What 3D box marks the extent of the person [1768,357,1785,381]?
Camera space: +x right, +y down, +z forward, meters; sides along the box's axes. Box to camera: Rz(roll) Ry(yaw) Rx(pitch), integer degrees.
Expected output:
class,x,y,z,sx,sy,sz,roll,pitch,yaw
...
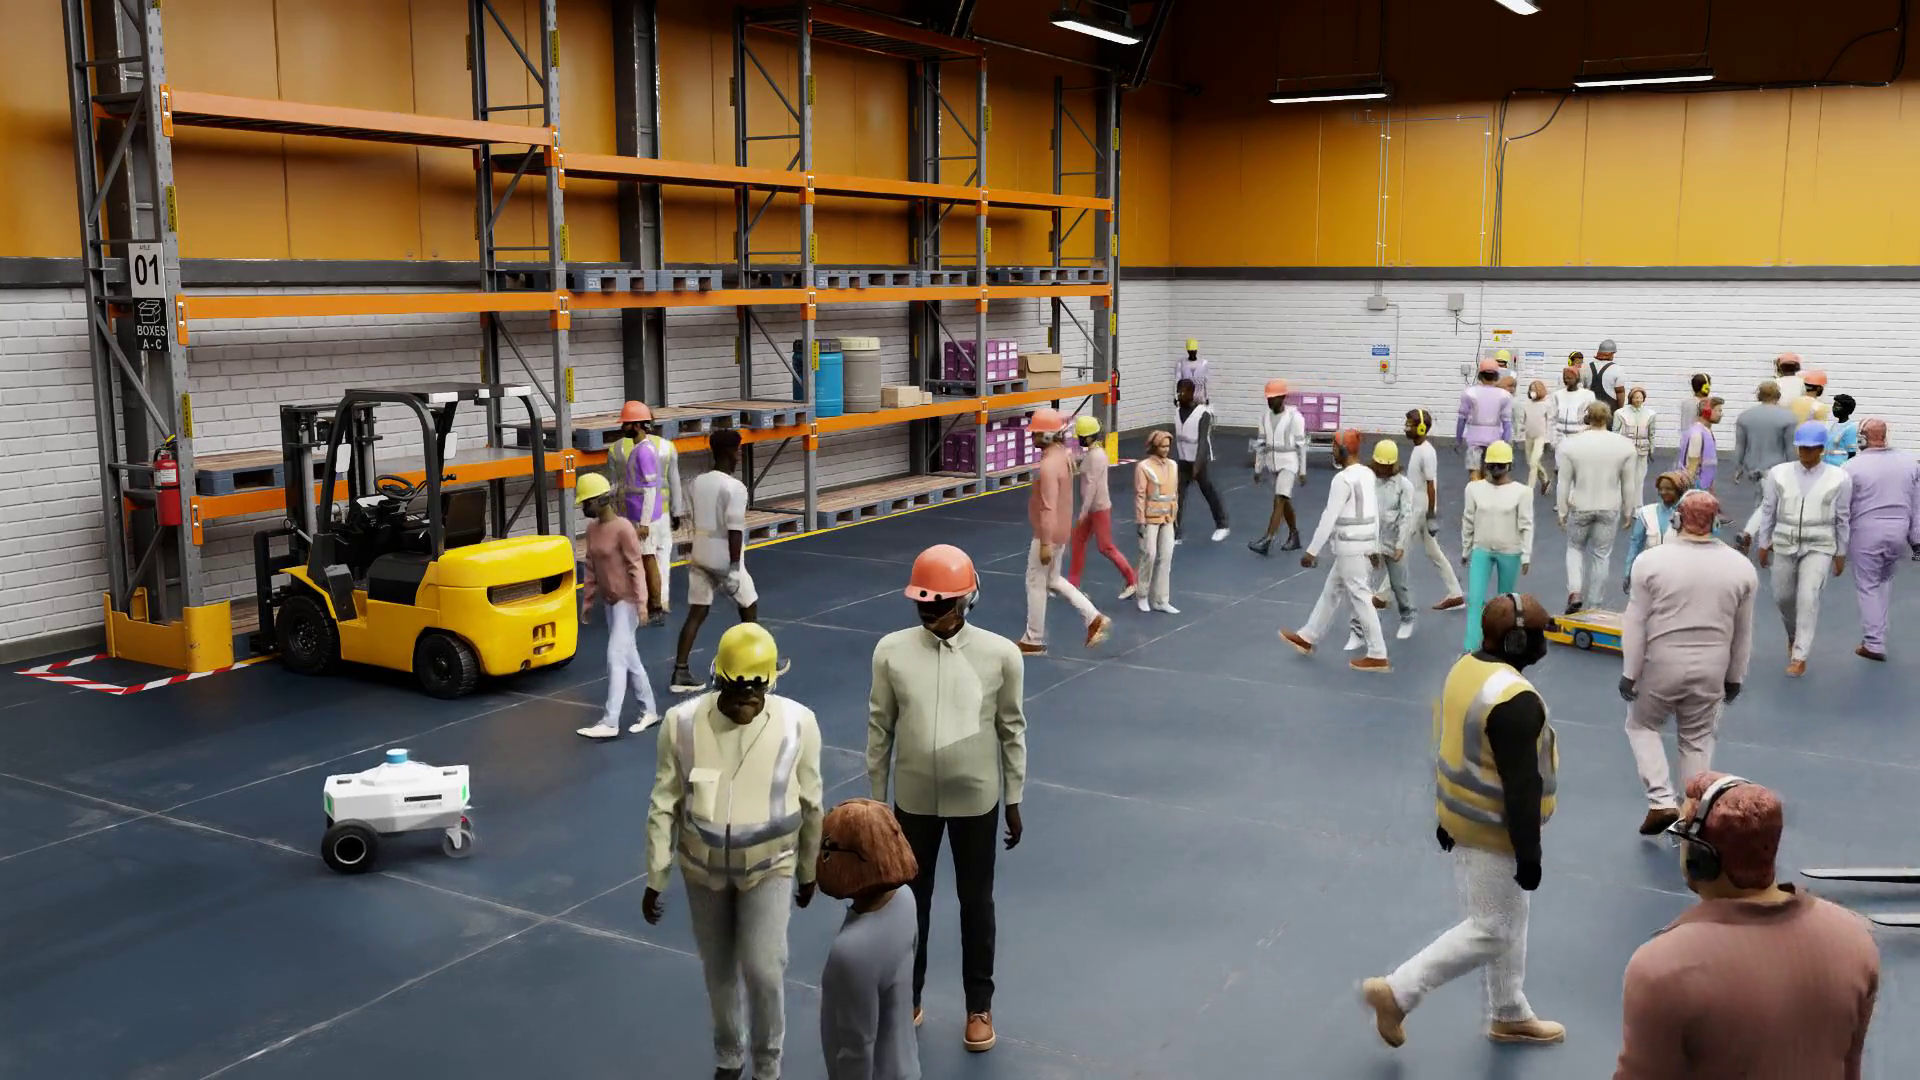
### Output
class,x,y,z,sx,sy,sz,roll,pitch,yaw
person,11.766,-1.724,23.911,0.533,1.830,0.452,-8,12,-40

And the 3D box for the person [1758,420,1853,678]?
class,x,y,z,sx,sy,sz,roll,pitch,yaw
person,6.413,0.037,12.636,0.620,1.924,0.830,7,12,38

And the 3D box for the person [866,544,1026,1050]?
class,x,y,z,sx,sy,sz,roll,pitch,yaw
person,-0.057,0.993,6.427,0.619,1.990,0.391,1,9,7

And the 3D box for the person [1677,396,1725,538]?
class,x,y,z,sx,sy,sz,roll,pitch,yaw
person,7.276,-0.480,16.147,0.744,1.816,0.609,5,10,29

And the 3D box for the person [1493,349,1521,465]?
class,x,y,z,sx,sy,sz,roll,pitch,yaw
person,8.404,-2.044,25.875,0.591,1.834,0.404,4,10,24

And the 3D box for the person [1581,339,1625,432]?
class,x,y,z,sx,sy,sz,roll,pitch,yaw
person,9.608,-1.972,24.785,0.539,2.000,0.688,-8,12,-40

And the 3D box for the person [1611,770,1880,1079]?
class,x,y,z,sx,sy,sz,roll,pitch,yaw
person,1.740,1.460,3.819,0.678,1.890,0.430,-3,10,-18

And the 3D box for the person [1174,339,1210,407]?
class,x,y,z,sx,sy,sz,roll,pitch,yaw
person,3.944,-2.463,28.331,0.612,1.878,0.955,1,9,7

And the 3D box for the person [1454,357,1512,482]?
class,x,y,z,sx,sy,sz,roll,pitch,yaw
person,6.342,-1.203,20.113,0.609,2.011,0.947,0,9,1

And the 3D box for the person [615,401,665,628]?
class,x,y,z,sx,sy,sz,roll,pitch,yaw
person,-2.722,-0.217,14.151,0.373,1.934,0.551,-2,9,-13

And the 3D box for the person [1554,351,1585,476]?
class,x,y,z,sx,sy,sz,roll,pitch,yaw
person,9.078,-1.866,24.678,0.516,1.865,0.329,-4,10,-25

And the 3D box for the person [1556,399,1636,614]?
class,x,y,z,sx,sy,sz,roll,pitch,yaw
person,5.503,-0.252,14.416,0.642,1.926,0.436,3,10,20

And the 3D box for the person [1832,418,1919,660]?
class,x,y,z,sx,sy,sz,roll,pitch,yaw
person,7.177,-0.017,13.106,0.660,1.870,0.691,0,9,-2

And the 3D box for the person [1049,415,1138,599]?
class,x,y,z,sx,sy,sz,roll,pitch,yaw
person,1.294,-0.297,15.328,0.792,1.722,0.513,-2,9,-9

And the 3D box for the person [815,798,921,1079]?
class,x,y,z,sx,sy,sz,roll,pitch,yaw
person,-0.246,1.487,4.462,0.274,1.632,0.507,2,9,14

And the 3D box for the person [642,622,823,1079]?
class,x,y,z,sx,sy,sz,roll,pitch,yaw
person,-0.801,1.173,5.883,0.604,1.804,0.557,1,9,4

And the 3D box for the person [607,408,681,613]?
class,x,y,z,sx,sy,sz,roll,pitch,yaw
person,-2.798,-0.252,14.716,0.659,1.834,0.555,-1,9,-6

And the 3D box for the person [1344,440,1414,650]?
class,x,y,z,sx,sy,sz,roll,pitch,yaw
person,3.457,0.026,13.480,0.481,1.709,0.866,6,11,32

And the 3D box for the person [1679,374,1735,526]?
class,x,y,z,sx,sy,sz,roll,pitch,yaw
person,8.733,-1.035,19.576,0.902,1.828,0.568,-2,9,-14

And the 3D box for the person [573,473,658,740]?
class,x,y,z,sx,sy,sz,roll,pitch,yaw
person,-2.278,0.429,10.776,0.726,1.715,0.594,-8,12,-41

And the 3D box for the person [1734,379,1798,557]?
class,x,y,z,sx,sy,sz,roll,pitch,yaw
person,8.513,-0.754,17.666,0.908,1.898,0.626,-7,11,-35

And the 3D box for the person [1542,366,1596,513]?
class,x,y,z,sx,sy,sz,roll,pitch,yaw
person,7.585,-1.248,20.844,0.868,1.847,0.619,-8,12,-40

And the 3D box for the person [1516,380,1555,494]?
class,x,y,z,sx,sy,sz,roll,pitch,yaw
person,7.765,-1.355,22.321,0.751,1.605,0.520,-7,12,-38

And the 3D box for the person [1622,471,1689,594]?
class,x,y,z,sx,sy,sz,roll,pitch,yaw
person,5.137,0.284,12.108,0.881,1.590,0.532,-8,12,-39

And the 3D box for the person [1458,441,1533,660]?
class,x,y,z,sx,sy,sz,roll,pitch,yaw
person,4.081,0.116,12.711,0.547,1.726,0.864,5,10,27

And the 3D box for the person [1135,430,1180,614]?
class,x,y,z,sx,sy,sz,roll,pitch,yaw
person,1.742,-0.159,14.744,0.534,1.633,0.454,-7,12,-38

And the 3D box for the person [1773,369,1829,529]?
class,x,y,z,sx,sy,sz,roll,pitch,yaw
person,9.708,-1.018,19.221,0.725,1.921,0.548,-3,10,-20

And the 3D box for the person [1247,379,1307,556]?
class,x,y,z,sx,sy,sz,roll,pitch,yaw
person,3.387,-0.776,17.787,0.996,1.879,0.554,-7,12,-39

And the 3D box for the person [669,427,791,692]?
class,x,y,z,sx,sy,sz,roll,pitch,yaw
person,-1.725,0.140,12.074,0.610,1.911,1.019,8,12,39

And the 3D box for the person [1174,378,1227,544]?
class,x,y,z,sx,sy,sz,roll,pitch,yaw
person,2.640,-0.877,18.557,1.027,1.867,0.607,-7,11,-36

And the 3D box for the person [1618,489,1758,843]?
class,x,y,z,sx,sy,sz,roll,pitch,yaw
person,3.799,0.672,8.751,0.666,1.888,0.436,1,9,4

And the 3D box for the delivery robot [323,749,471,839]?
class,x,y,z,sx,sy,sz,roll,pitch,yaw
delivery robot,-2.889,1.320,8.567,0.707,0.478,0.477,-3,9,-17

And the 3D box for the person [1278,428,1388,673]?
class,x,y,z,sx,sy,sz,roll,pitch,yaw
person,2.871,0.064,12.712,1.007,1.831,0.601,6,11,32

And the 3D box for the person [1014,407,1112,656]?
class,x,y,z,sx,sy,sz,roll,pitch,yaw
person,0.756,-0.053,12.999,0.746,1.977,0.629,3,9,16

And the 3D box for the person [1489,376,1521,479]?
class,x,y,z,sx,sy,sz,roll,pitch,yaw
person,7.473,-1.459,22.960,0.443,1.605,0.524,-8,12,-42

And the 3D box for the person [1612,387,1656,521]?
class,x,y,z,sx,sy,sz,roll,pitch,yaw
person,8.189,-1.044,20.251,0.522,1.637,0.306,1,9,6

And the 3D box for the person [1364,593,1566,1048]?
class,x,y,z,sx,sy,sz,roll,pitch,yaw
person,1.965,1.091,6.357,0.759,1.815,0.632,0,9,1

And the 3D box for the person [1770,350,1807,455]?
class,x,y,z,sx,sy,sz,roll,pitch,yaw
person,10.610,-1.414,21.327,0.637,2.041,0.526,5,10,29

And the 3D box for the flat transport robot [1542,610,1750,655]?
class,x,y,z,sx,sy,sz,roll,pitch,yaw
flat transport robot,5.422,0.762,13.224,0.652,0.197,1.431,-7,11,-37

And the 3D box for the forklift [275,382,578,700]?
class,x,y,z,sx,sy,sz,roll,pitch,yaw
forklift,-3.974,-0.067,12.417,2.313,2.155,1.214,5,11,30

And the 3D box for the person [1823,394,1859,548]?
class,x,y,z,sx,sy,sz,roll,pitch,yaw
person,9.667,-0.761,18.296,0.318,1.697,0.533,0,9,1

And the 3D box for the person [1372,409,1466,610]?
class,x,y,z,sx,sy,sz,roll,pitch,yaw
person,4.075,-0.260,14.812,0.994,1.821,0.518,2,9,13
